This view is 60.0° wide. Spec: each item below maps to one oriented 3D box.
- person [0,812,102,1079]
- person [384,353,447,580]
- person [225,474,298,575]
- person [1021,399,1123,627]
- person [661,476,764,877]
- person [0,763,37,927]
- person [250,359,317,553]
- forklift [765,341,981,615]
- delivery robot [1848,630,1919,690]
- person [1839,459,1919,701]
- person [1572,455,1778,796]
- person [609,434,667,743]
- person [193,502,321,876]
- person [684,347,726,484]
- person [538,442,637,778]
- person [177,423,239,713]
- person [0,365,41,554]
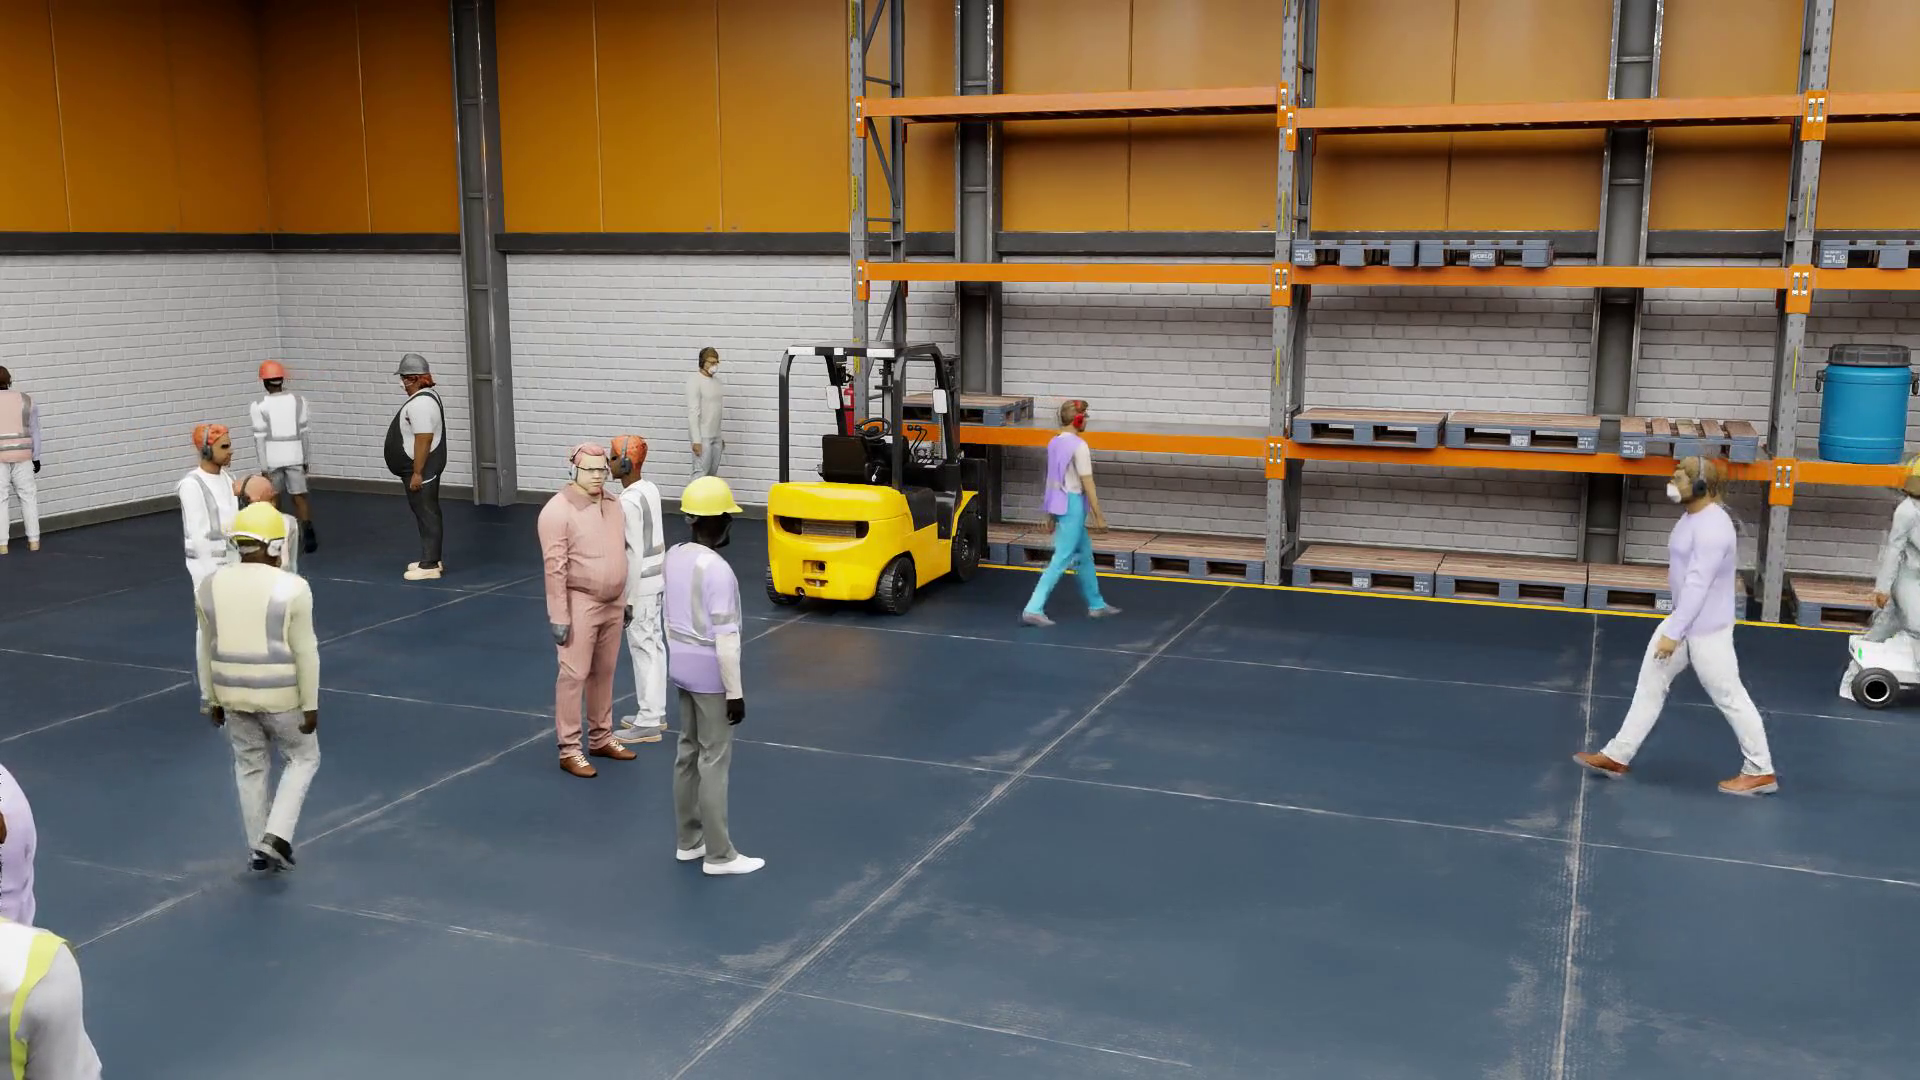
[{"bbox_3d":[-2.206,1.459,3.746,0.624,1.844,0.430,1,10,3],"label":"person"},{"bbox_3d":[-4.926,-0.671,15.057,0.538,2.000,0.685,-2,10,-11],"label":"person"},{"bbox_3d":[-4.284,0.403,10.229,0.396,1.627,0.531,7,12,34],"label":"person"},{"bbox_3d":[0.884,-0.219,13.216,0.928,1.806,0.582,-3,11,-16],"label":"person"},{"bbox_3d":[-1.209,0.650,8.009,0.371,1.929,0.584,-8,13,-36],"label":"person"},{"bbox_3d":[-2.794,1.271,4.641,0.402,1.902,0.640,-10,14,-44],"label":"person"},{"bbox_3d":[-6.483,-0.772,15.968,0.545,1.921,0.740,-8,13,-36],"label":"person"},{"bbox_3d":[-0.739,-0.602,14.246,1.214,2.155,2.313,4,11,21],"label":"forklift"},{"bbox_3d":[6.239,0.769,10.900,0.707,0.478,0.477,3,11,19],"label":"delivery robot"},{"bbox_3d":[6.162,0.287,10.668,0.502,1.684,0.915,-9,14,-42],"label":"person"},{"bbox_3d":[4.032,0.472,9.149,1.063,1.886,0.636,1,10,7],"label":"person"},{"bbox_3d":[-1.963,0.296,10.114,0.361,1.882,0.575,1,10,3],"label":"person"},{"bbox_3d":[-3.317,0.728,7.916,0.591,1.816,0.464,1,10,5],"label":"person"},{"bbox_3d":[-2.677,-1.074,17.605,0.370,1.934,0.627,3,11,18],"label":"person"},{"bbox_3d":[-2.102,0.387,9.546,0.401,1.904,0.649,5,11,27],"label":"person"},{"bbox_3d":[-4.785,0.186,10.751,0.377,1.879,0.594,1,10,5],"label":"person"},{"bbox_3d":[-9.315,-0.785,16.252,0.627,1.844,0.429,-10,14,-43],"label":"person"}]
